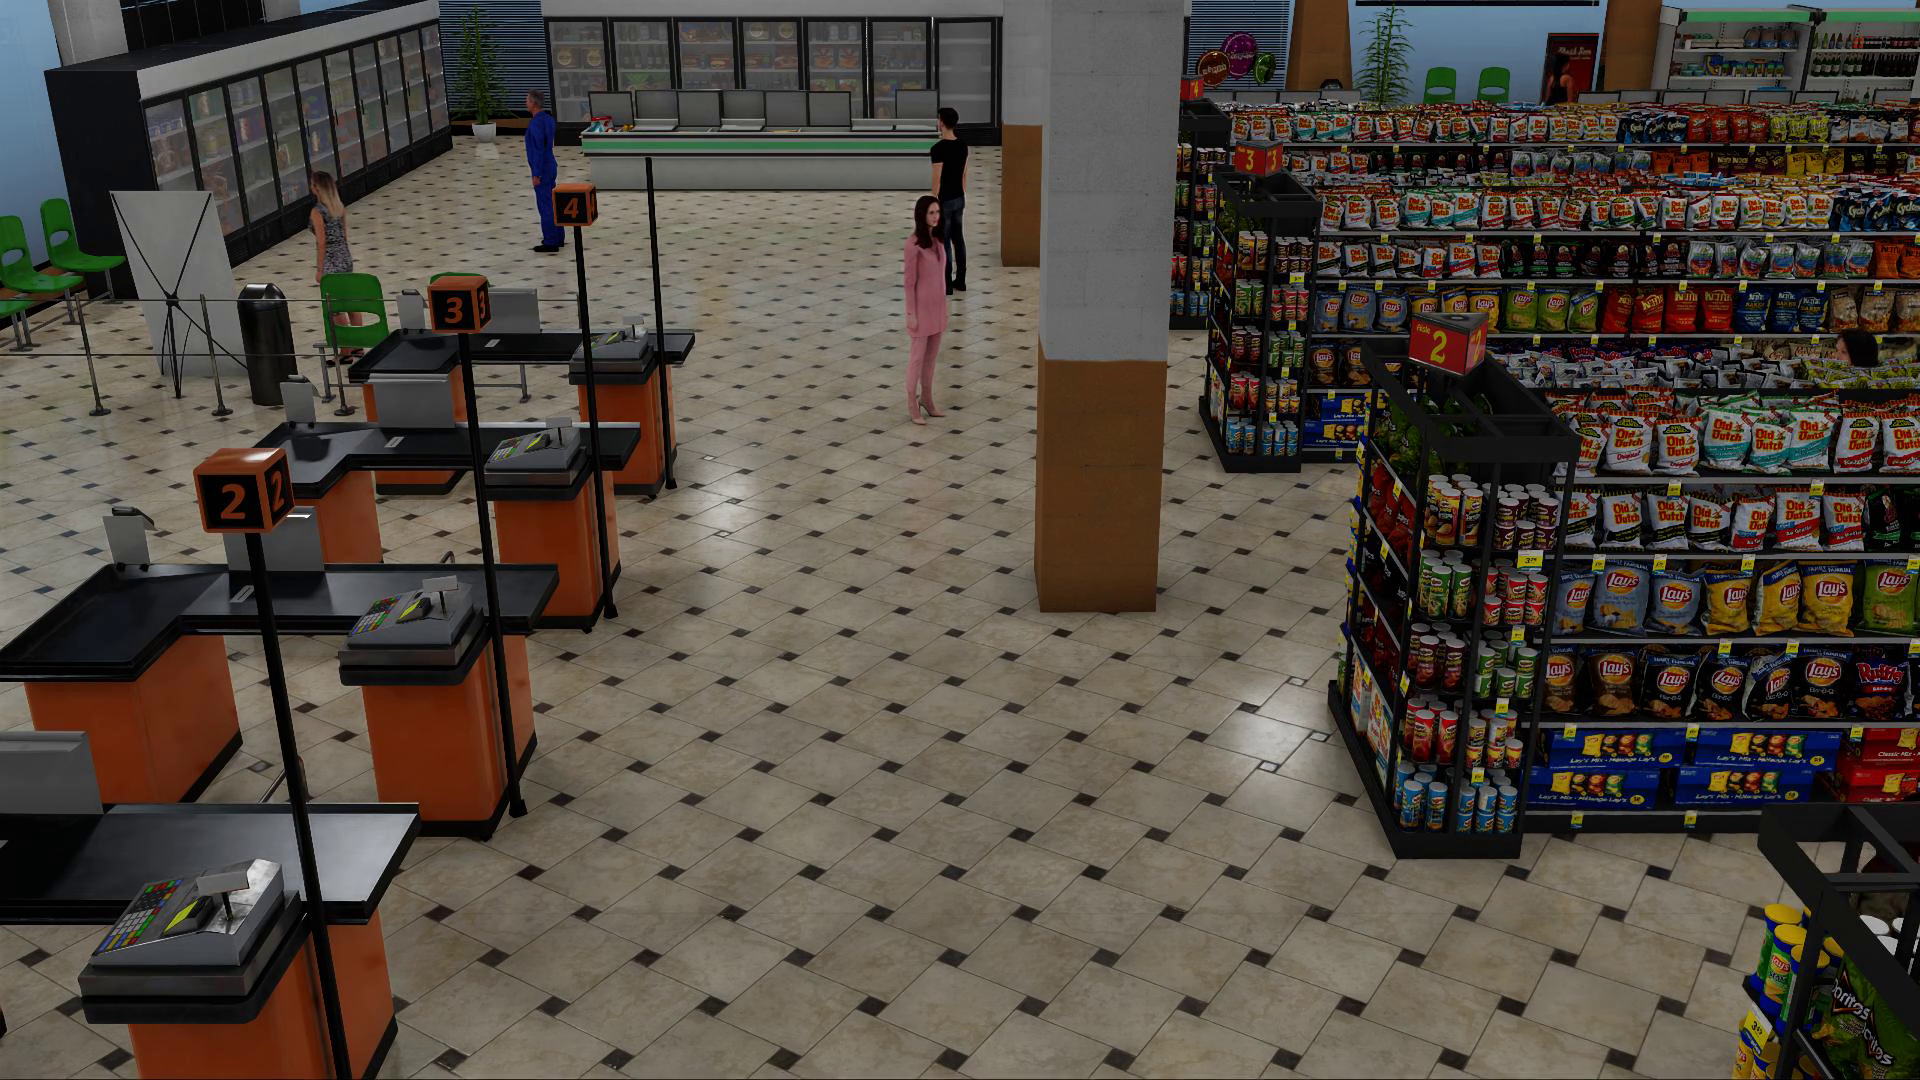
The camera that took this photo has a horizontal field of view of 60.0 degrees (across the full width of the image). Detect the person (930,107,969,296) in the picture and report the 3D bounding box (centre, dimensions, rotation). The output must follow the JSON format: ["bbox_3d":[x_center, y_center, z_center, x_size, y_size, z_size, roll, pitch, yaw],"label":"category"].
[{"bbox_3d":[-0.116,-3.510,17.233,0.811,1.896,0.759,19,29,39],"label":"person"}]

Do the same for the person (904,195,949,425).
[{"bbox_3d":[-0.274,-1.827,13.172,0.724,1.801,0.694,16,27,34],"label":"person"}]

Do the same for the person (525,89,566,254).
[{"bbox_3d":[-4.803,-4.271,19.218,0.550,1.828,0.730,1,22,3],"label":"person"}]

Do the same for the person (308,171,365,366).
[{"bbox_3d":[-5.542,-2.421,14.779,0.584,1.705,0.615,6,23,15],"label":"person"}]

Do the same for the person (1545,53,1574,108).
[{"bbox_3d":[8.762,-6.315,24.544,0.979,1.650,0.832,-12,25,-28],"label":"person"}]
